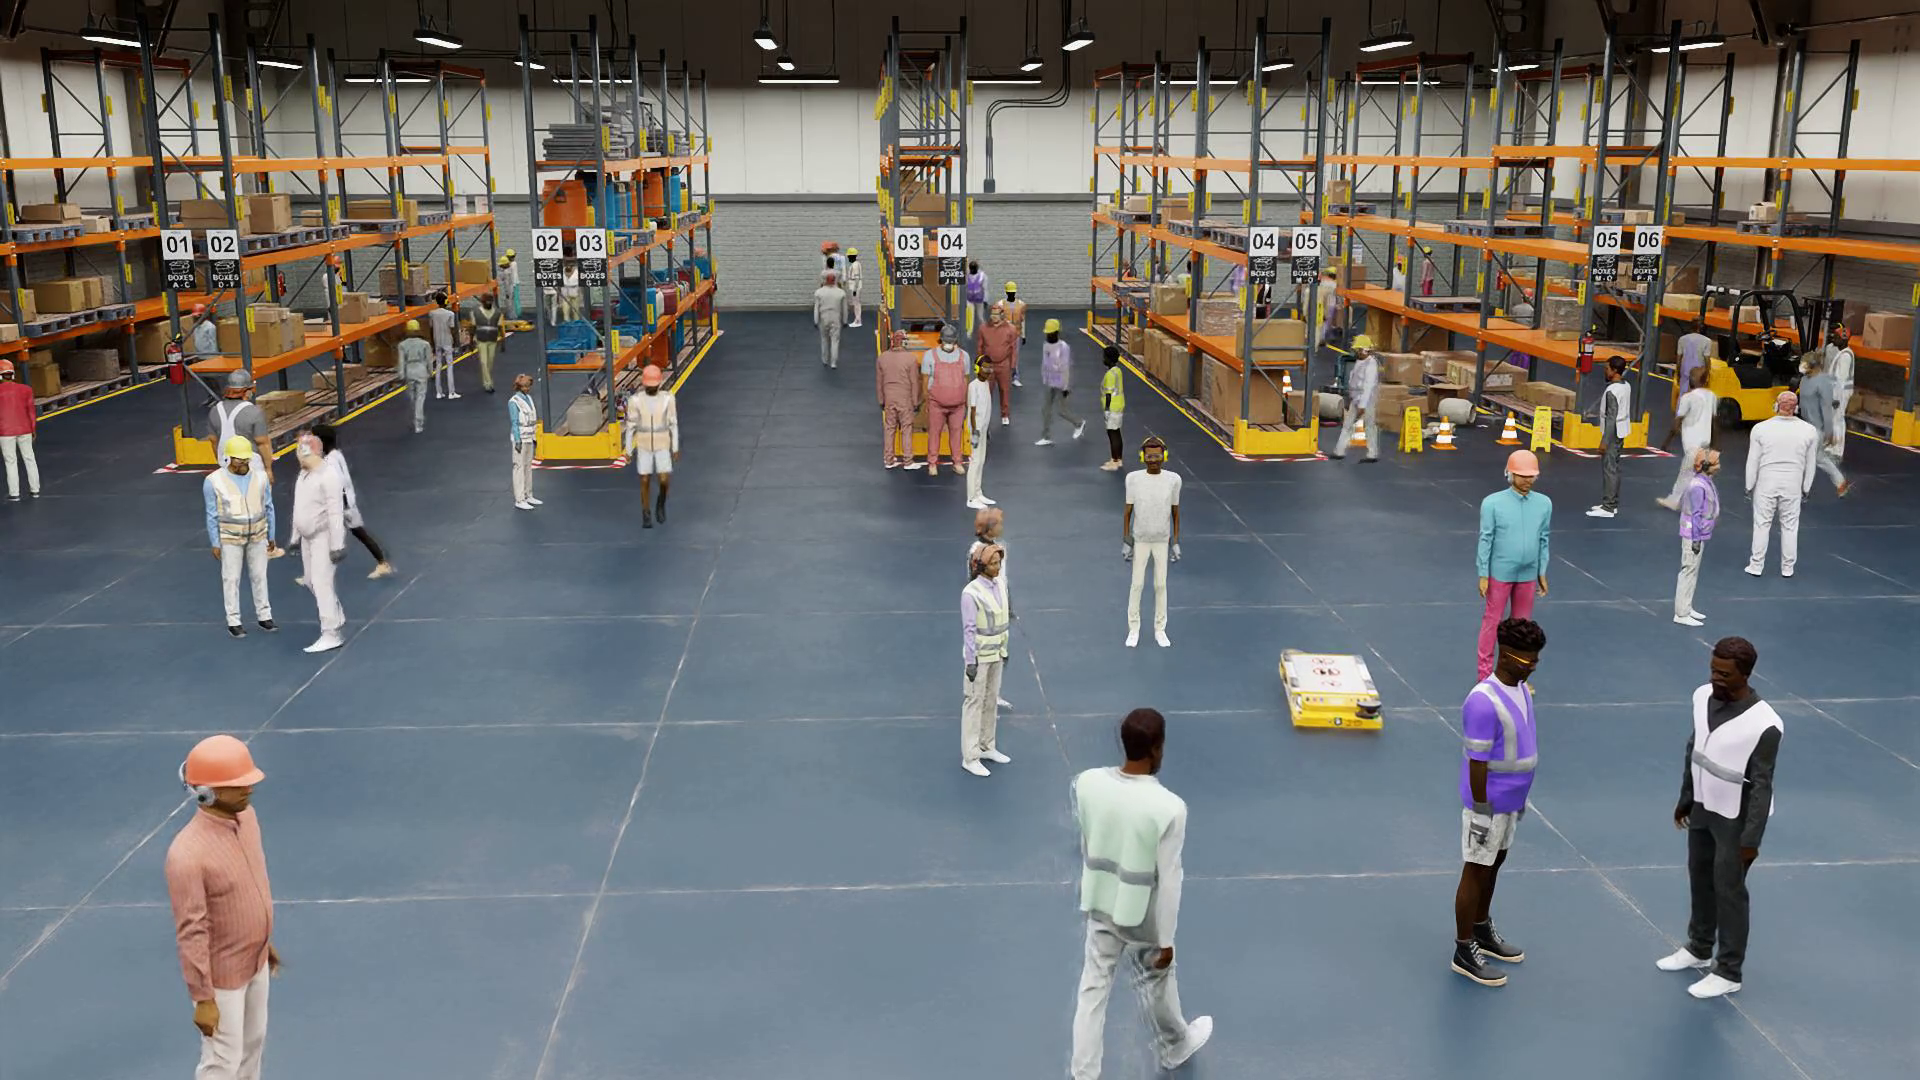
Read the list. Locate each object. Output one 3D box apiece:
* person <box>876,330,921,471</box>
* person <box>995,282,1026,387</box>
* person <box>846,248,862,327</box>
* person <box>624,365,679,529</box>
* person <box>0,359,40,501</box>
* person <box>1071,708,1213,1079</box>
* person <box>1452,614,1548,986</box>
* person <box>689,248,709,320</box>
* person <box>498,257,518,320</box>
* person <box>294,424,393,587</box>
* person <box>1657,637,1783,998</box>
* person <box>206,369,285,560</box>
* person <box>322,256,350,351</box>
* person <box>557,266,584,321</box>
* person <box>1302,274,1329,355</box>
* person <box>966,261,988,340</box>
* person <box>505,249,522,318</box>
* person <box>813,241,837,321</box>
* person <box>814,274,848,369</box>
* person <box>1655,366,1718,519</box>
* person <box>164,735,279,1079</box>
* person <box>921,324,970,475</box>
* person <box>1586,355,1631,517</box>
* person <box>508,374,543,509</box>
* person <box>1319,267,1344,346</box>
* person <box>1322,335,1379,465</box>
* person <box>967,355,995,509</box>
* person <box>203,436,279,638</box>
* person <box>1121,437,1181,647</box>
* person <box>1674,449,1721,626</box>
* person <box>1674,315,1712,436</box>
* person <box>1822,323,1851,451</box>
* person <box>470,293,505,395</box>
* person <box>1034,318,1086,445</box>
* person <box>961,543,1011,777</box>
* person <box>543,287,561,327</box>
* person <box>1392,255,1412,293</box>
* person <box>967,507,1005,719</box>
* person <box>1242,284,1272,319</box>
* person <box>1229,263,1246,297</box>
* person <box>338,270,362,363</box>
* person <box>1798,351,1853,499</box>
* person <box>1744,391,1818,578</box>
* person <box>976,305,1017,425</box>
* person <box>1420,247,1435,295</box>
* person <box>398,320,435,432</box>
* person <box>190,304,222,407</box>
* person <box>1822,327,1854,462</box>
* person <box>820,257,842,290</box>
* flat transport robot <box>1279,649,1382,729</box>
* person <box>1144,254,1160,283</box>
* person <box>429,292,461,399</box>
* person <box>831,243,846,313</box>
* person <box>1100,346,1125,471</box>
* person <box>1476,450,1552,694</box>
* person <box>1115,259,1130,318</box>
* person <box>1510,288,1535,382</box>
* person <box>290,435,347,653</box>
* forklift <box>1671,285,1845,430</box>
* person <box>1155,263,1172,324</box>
[{"bbox_3d":[-0.811,-1.898,22.596,0.644,1.907,0.399,7,15,28],"label":"person"},{"bbox_3d":[0.926,-3.763,30.450,0.594,1.926,0.366,-4,14,-16],"label":"person"},{"bbox_3d":[-2.590,-6.166,40.631,0.384,1.924,0.594,-1,13,-5],"label":"person"},{"bbox_3d":[-3.539,-1.065,19.062,0.615,1.907,0.472,-3,14,-11],"label":"person"},{"bbox_3d":[-11.773,-1.369,20.682,0.325,1.752,0.559,10,17,36],"label":"person"},{"bbox_3d":[0.816,1.653,7.624,0.612,1.865,0.980,11,17,38],"label":"person"},{"bbox_3d":[2.834,1.343,8.751,0.380,1.959,0.603,10,16,35],"label":"person"},{"bbox_3d":[-6.253,-6.003,39.829,0.538,1.971,0.637,-5,14,-22],"label":"person"},{"bbox_3d":[-11.022,-6.050,40.595,0.457,1.712,0.569,-4,14,-17],"label":"person"},{"bbox_3d":[-6.193,-0.359,16.646,0.924,1.645,0.532,-2,13,-10],"label":"person"},{"bbox_3d":[3.948,1.411,8.578,0.399,1.910,0.596,-3,14,-11],"label":"person"},{"bbox_3d":[-7.568,-0.807,17.688,0.684,2.000,0.535,4,14,16],"label":"person"},{"bbox_3d":[-13.449,-5.102,35.901,0.405,2.032,0.608,3,14,13],"label":"person"},{"bbox_3d":[-9.059,-5.634,38.701,0.646,1.782,0.994,-2,13,-7],"label":"person"},{"bbox_3d":[7.495,-4.797,35.224,0.571,1.734,0.505,-1,13,-5],"label":"person"},{"bbox_3d":[0.353,-5.502,38.095,0.615,1.808,0.882,2,13,10],"label":"person"},{"bbox_3d":[-11.500,-6.592,42.785,0.326,1.767,0.533,-4,14,-18],"label":"person"},{"bbox_3d":[-3.399,-6.462,41.684,0.797,2.016,0.645,-10,16,-35],"label":"person"},{"bbox_3d":[-2.573,-4.370,33.171,0.676,1.850,0.999,-1,13,-6],"label":"person"},{"bbox_3d":[8.717,-1.156,19.719,0.517,1.800,0.964,-7,15,-27],"label":"person"},{"bbox_3d":[-3.014,1.758,6.917,0.396,1.992,0.622,0,13,1],"label":"person"},{"bbox_3d":[-0.159,-1.881,22.235,0.677,2.000,0.536,-4,14,-15],"label":"person"},{"bbox_3d":[7.740,-1.228,19.731,0.391,1.919,0.590,8,16,32],"label":"person"},{"bbox_3d":[-5.302,-1.203,20.223,0.309,1.640,0.514,2,13,8],"label":"person"},{"bbox_3d":[8.248,-5.172,36.837,0.877,1.720,0.545,-10,16,-35],"label":"person"},{"bbox_3d":[5.412,-1.913,22.880,0.838,1.796,0.626,-1,13,-6],"label":"person"},{"bbox_3d":[0.261,-1.321,20.245,0.335,1.865,0.520,5,14,20],"label":"person"},{"bbox_3d":[-6.415,-0.035,14.891,0.592,1.824,0.403,-12,18,-42],"label":"person"},{"bbox_3d":[1.677,0.019,14.556,0.526,1.871,0.324,0,13,0],"label":"person"},{"bbox_3d":[6.766,-0.030,15.276,0.313,1.631,0.516,7,15,28],"label":"person"},{"bbox_3d":[11.084,-2.470,25.152,0.508,1.846,0.345,13,18,43],"label":"person"},{"bbox_3d":[12.615,-2.211,24.037,0.328,1.861,0.506,-2,13,-8],"label":"person"},{"bbox_3d":[-8.362,-3.475,29.519,0.586,1.787,0.972,-9,16,-33],"label":"person"},{"bbox_3d":[1.490,-2.334,24.483,0.737,1.899,0.587,-10,16,-35],"label":"person"},{"bbox_3d":[0.179,0.820,11.651,0.308,1.639,0.524,8,15,29],"label":"person"},{"bbox_3d":[-10.019,-6.055,40.872,0.518,1.598,0.779,0,13,-1],"label":"person"},{"bbox_3d":[10.728,-6.079,40.636,0.572,1.749,0.341,5,14,21],"label":"person"},{"bbox_3d":[0.198,0.559,12.813,0.335,1.623,0.557,4,14,18],"label":"person"},{"bbox_3d":[5.859,-4.413,32.981,0.605,2.034,0.389,1,13,4],"label":"person"},{"bbox_3d":[6.695,-5.950,39.511,0.625,2.023,0.538,8,15,31],"label":"person"},{"bbox_3d":[-12.487,-4.581,33.928,0.389,1.930,0.539,11,17,39],"label":"person"},{"bbox_3d":[10.608,-1.384,20.467,0.913,1.897,0.669,2,13,8],"label":"person"},{"bbox_3d":[8.328,-0.563,16.941,0.644,1.907,0.399,4,14,15],"label":"person"},{"bbox_3d":[0.573,-2.759,26.246,0.652,1.904,0.405,2,13,8],"label":"person"},{"bbox_3d":[12.281,-6.825,43.787,0.326,1.760,0.524,12,18,42],"label":"person"},{"bbox_3d":[-8.425,-2.559,25.840,0.489,1.693,0.913,-1,13,-2],"label":"person"},{"bbox_3d":[-12.774,-3.126,28.139,0.568,1.746,0.349,10,17,37],"label":"person"},{"bbox_3d":[12.278,-2.030,23.230,0.350,1.877,0.577,7,15,26],"label":"person"},{"bbox_3d":[-2.969,-5.619,38.477,0.551,1.850,0.508,0,13,0],"label":"person"},{"bbox_3d":[2.911,1.158,13.152,0.652,0.197,1.431,1,13,6],"label":"flat transport robot"},{"bbox_3d":[5.046,-6.655,43.356,0.511,1.616,0.587,0,13,-2],"label":"person"},{"bbox_3d":[-9.000,-3.389,29.022,0.510,1.861,0.326,3,14,11],"label":"person"},{"bbox_3d":[-3.281,-6.898,43.857,0.611,1.866,0.588,1,13,5],"label":"person"},{"bbox_3d":[2.070,-1.785,22.587,0.321,1.690,0.533,4,14,16],"label":"person"},{"bbox_3d":[4.407,0.262,13.255,0.612,1.995,0.376,-3,14,-11],"label":"person"},{"bbox_3d":[4.053,-6.115,41.059,0.515,1.633,0.317,-3,14,-13],"label":"person"},{"bbox_3d":[10.570,-3.826,31.116,0.355,1.744,0.565,-9,16,-32],"label":"person"},{"bbox_3d":[-5.640,0.003,14.657,0.692,1.874,0.568,12,18,42],"label":"person"},{"bbox_3d":[12.503,-2.886,26.166,2.313,2.155,1.214,-1,13,-3],"label":"forklift"},{"bbox_3d":[4.809,-5.807,39.758,0.505,1.620,0.404,-1,13,-4],"label":"person"}]
